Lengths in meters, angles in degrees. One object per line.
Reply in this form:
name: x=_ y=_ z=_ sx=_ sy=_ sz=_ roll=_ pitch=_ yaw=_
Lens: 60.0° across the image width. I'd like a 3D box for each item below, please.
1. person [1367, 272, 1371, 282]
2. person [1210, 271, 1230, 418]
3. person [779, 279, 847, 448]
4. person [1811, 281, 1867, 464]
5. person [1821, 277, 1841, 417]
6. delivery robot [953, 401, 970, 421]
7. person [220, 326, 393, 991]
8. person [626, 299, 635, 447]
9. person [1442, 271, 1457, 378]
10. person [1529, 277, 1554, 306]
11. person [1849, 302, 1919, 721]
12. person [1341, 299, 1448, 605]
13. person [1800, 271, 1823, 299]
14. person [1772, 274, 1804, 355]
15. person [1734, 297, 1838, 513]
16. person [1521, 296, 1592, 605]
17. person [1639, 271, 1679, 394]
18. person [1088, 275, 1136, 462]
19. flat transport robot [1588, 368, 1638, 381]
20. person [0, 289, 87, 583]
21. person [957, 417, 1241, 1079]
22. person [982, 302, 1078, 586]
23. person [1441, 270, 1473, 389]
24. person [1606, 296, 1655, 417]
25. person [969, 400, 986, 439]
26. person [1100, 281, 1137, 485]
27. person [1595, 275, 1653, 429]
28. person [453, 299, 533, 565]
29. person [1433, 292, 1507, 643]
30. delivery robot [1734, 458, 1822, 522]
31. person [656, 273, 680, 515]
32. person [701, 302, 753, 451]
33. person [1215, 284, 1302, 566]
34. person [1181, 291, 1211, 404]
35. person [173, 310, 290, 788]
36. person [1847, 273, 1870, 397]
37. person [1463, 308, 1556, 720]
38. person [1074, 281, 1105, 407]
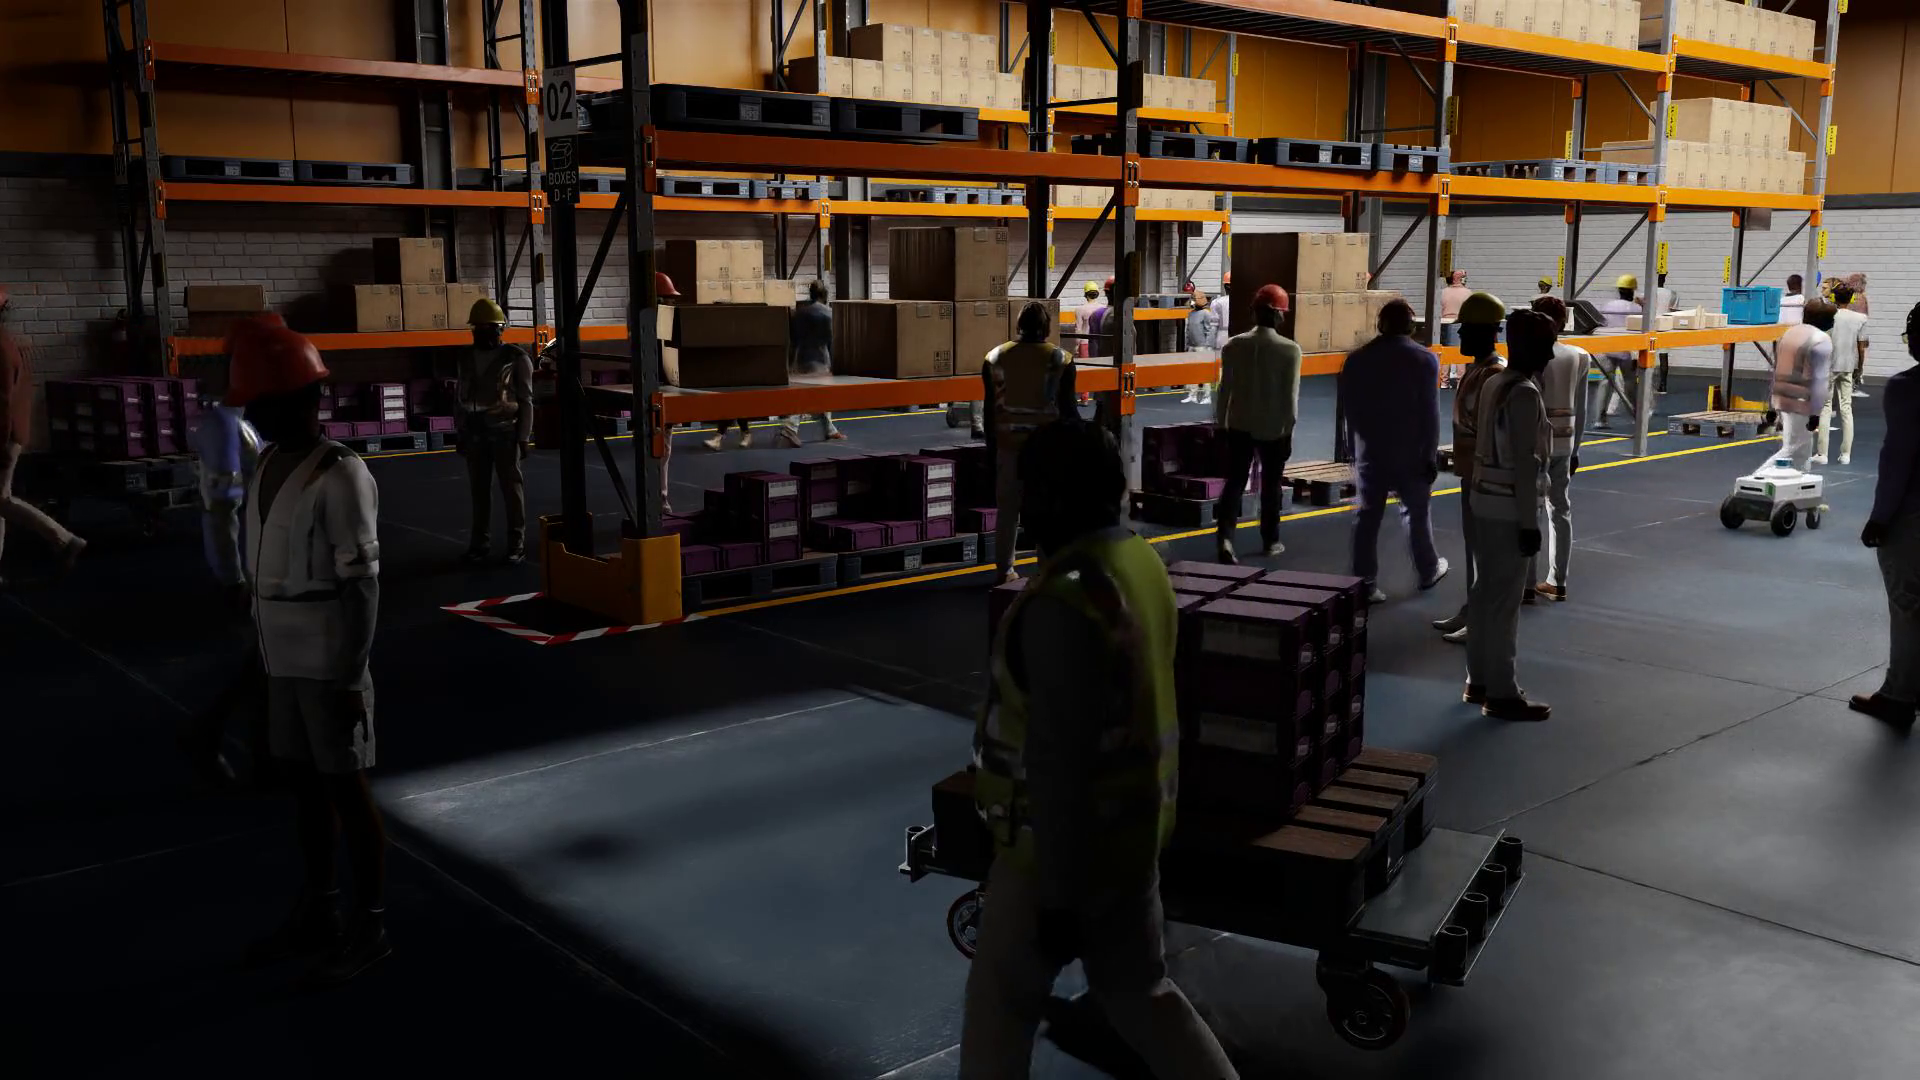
person: x=6.011 y=-3.065 z=24.849 sx=0.548 sy=1.920 sz=0.671 roll=4 pitch=11 yaw=24
person: x=3.525 y=-2.541 z=21.715 sx=0.543 sy=1.939 sz=0.360 roll=1 pitch=10 yaw=3
person: x=-1.702 y=-1.994 z=18.746 sx=0.648 sy=1.881 sz=1.088 roll=9 pitch=14 yaw=44
person: x=8.971 y=-1.705 z=17.028 sx=0.532 sy=1.868 sz=0.310 roll=1 pitch=10 yaw=6
person: x=11.498 y=-2.543 z=21.996 sx=0.351 sy=1.846 sz=0.506 roll=3 pitch=10 yaw=18
delivery robot: x=0.200 y=-1.722 z=20.694 sx=0.477 sy=0.478 sz=0.707 roll=5 pitch=11 yaw=26
person: x=-1.910 y=0.346 z=4.848 sx=0.543 sy=1.928 sz=0.371 roll=8 pitch=13 yaw=39
person: x=-3.469 y=-2.023 z=18.376 sx=0.390 sy=2.045 sz=0.608 roll=-5 pitch=11 yaw=-28
person: x=8.534 y=-3.759 z=29.046 sx=0.520 sy=1.873 sz=0.335 roll=8 pitch=13 yaw=41
person: x=10.410 y=-3.815 z=29.703 sx=0.331 sy=1.760 sz=0.522 roll=-9 pitch=13 yaw=-43
person: x=4.415 y=-0.132 z=7.632 sx=0.627 sy=1.934 sz=0.370 roll=-4 pitch=10 yaw=-22
person: x=2.715 y=-0.553 z=10.314 sx=0.655 sy=1.850 sz=0.995 roll=7 pitch=12 yaw=35
person: x=11.685 y=-2.758 z=22.984 sx=0.602 sy=1.940 sz=0.402 roll=1 pitch=10 yaw=6
person: x=11.285 y=-2.668 z=22.638 sx=0.523 sy=1.873 sz=0.634 roll=-6 pitch=11 yaw=-31
person: x=6.794 y=-1.090 z=13.636 sx=0.807 sy=1.806 sz=0.670 roll=0 pitch=10 yaw=-1
person: x=3.558 y=-0.542 z=10.179 sx=0.572 sy=1.883 sz=0.356 roll=-4 pitch=10 yaw=-20
person: x=10.767 y=-3.229 z=25.705 sx=0.598 sy=1.958 sz=0.371 roll=2 pitch=10 yaw=13
person: x=1.578 y=-1.759 z=17.149 sx=0.548 sy=1.934 sz=0.375 roll=9 pitch=13 yaw=43
flat transport robot: x=10.730 y=-2.764 z=27.899 sx=1.431 sy=0.197 sz=0.652 roll=3 pitch=10 yaw=19
person: x=-6.150 y=-0.677 z=10.689 sx=0.755 sy=1.976 sz=0.635 roll=-6 pitch=11 yaw=-30
person: x=0.323 y=0.638 z=3.539 sx=0.914 sy=1.799 sz=0.630 roll=4 pitch=11 yaw=23
person: x=0.458 y=-0.592 z=10.621 sx=0.626 sy=1.836 sz=0.429 roll=3 pitch=10 yaw=17
person: x=7.916 y=-3.334 z=26.451 sx=0.408 sy=1.908 sz=0.643 roll=-8 pitch=13 yaw=-40
person: x=8.935 y=-2.422 z=22.018 sx=0.850 sy=1.600 sz=0.523 roll=-5 pitch=11 yaw=-28
person: x=0.279 y=-2.099 z=19.433 sx=0.403 sy=1.833 sz=0.591 roll=2 pitch=10 yaw=14
person: x=1.435 y=-1.401 z=15.041 sx=0.373 sy=1.940 sz=0.627 roll=-1 pitch=10 yaw=-5
person: x=8.215 y=-2.319 z=20.570 sx=0.960 sy=1.876 sz=0.616 roll=-6 pitch=12 yaw=-33
person: x=-3.233 y=-0.741 z=11.480 sx=0.589 sy=1.834 sz=0.403 roll=3 pitch=10 yaw=15
person: x=2.852 y=-0.393 z=9.172 sx=0.368 sy=1.928 sz=0.585 roll=1 pitch=10 yaw=8
delivery robot: x=6.348 y=-0.391 z=12.898 sx=0.707 sy=0.478 sz=0.477 roll=-6 pitch=11 yaw=-31
person: x=-2.339 y=-1.069 z=12.926 sx=0.378 sy=1.996 sz=0.610 roll=-5 pitch=11 yaw=-25
person: x=-2.566 y=-1.790 z=18.208 sx=0.540 sy=1.620 sz=0.926 roll=6 pitch=11 yaw=31
person: x=2.032 y=-0.788 z=11.496 sx=0.631 sy=1.947 sz=1.038 roll=5 pitch=11 yaw=28
person: x=3.446 y=-2.765 z=23.985 sx=0.398 sy=1.647 sz=0.511 roll=-6 pitch=11 yaw=-31
person: x=-2.770 y=0.064 z=6.511 sx=0.499 sy=1.917 sz=0.552 roll=0 pitch=10 yaw=-1
person: x=13.307 y=-3.067 z=24.968 sx=0.818 sy=1.882 sz=0.627 roll=1 pitch=10 yaw=6
person: x=2.555 y=-0.124 z=7.719 sx=0.361 sy=1.886 sz=0.574 roll=0 pitch=10 yaw=1
person: x=1.850 y=-2.763 z=23.522 sx=0.525 sy=1.769 sz=0.313 roll=-4 pitch=10 yaw=-20
